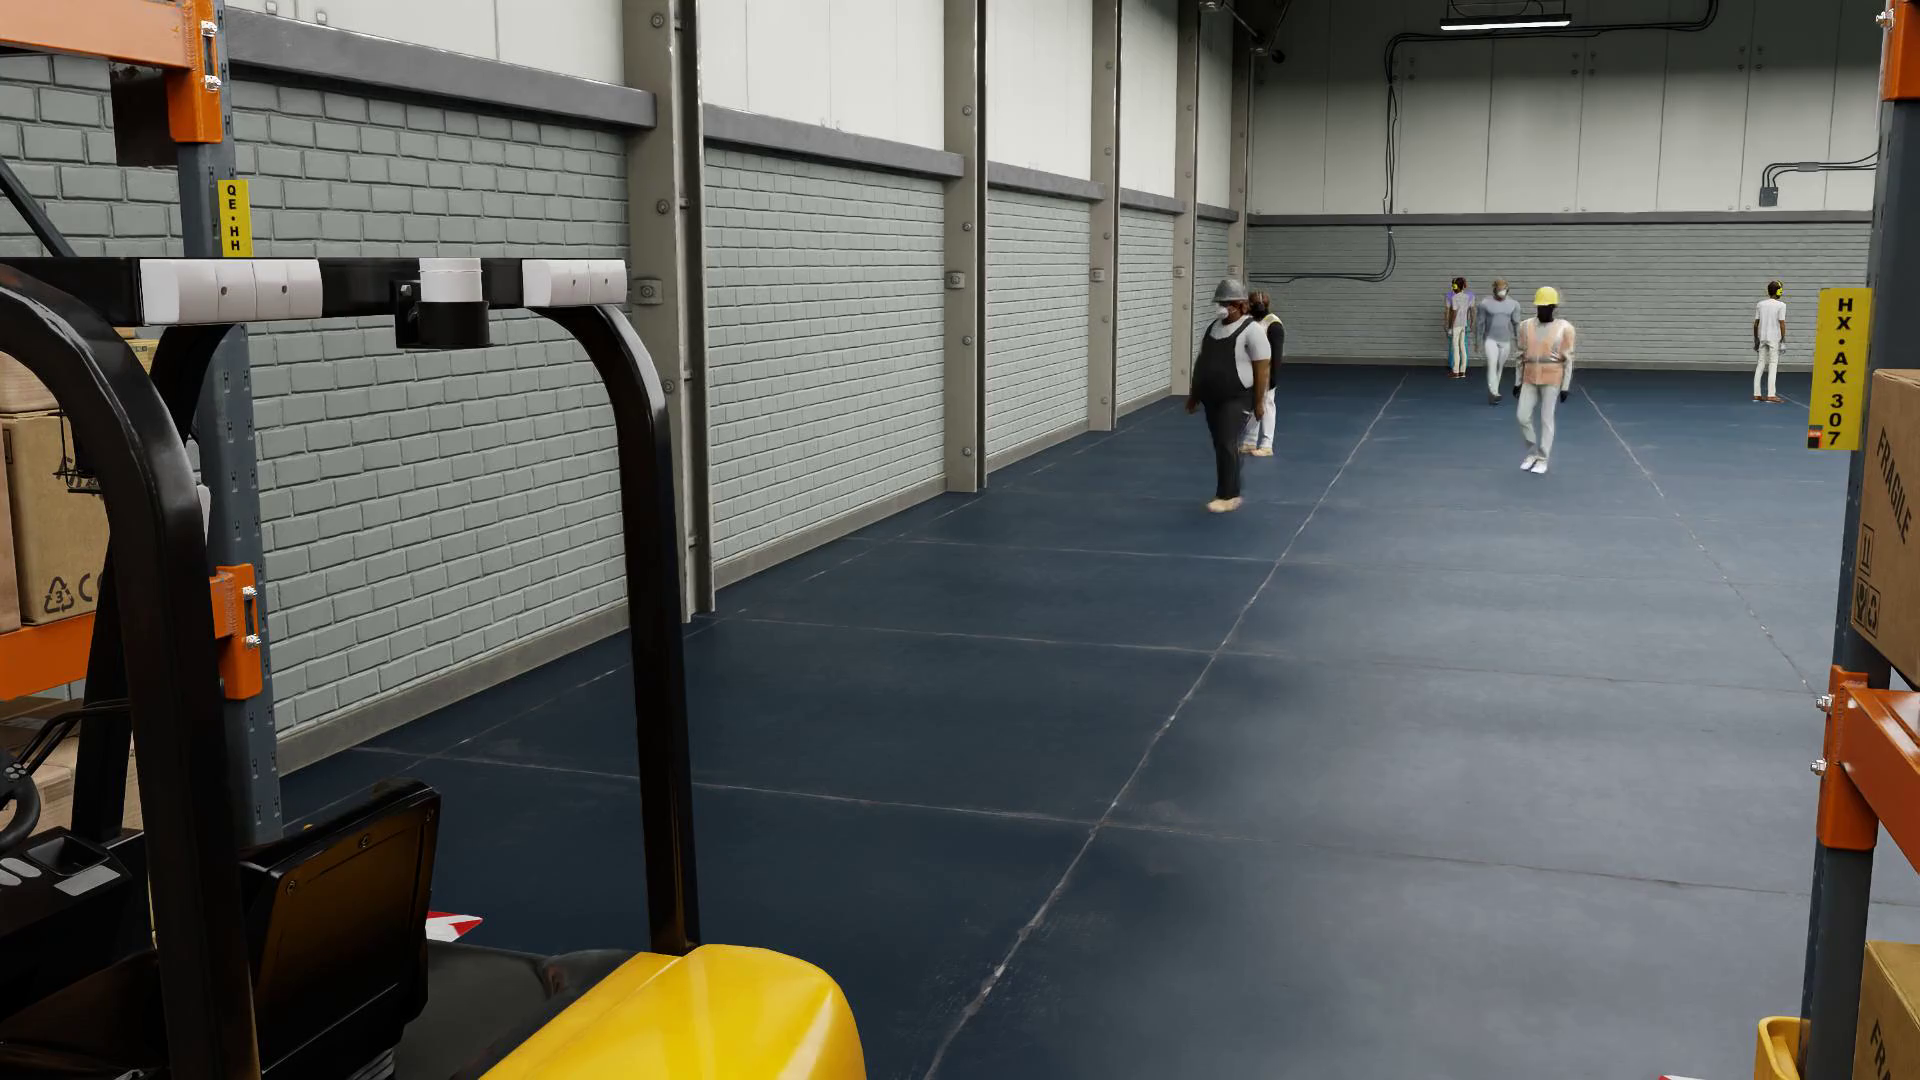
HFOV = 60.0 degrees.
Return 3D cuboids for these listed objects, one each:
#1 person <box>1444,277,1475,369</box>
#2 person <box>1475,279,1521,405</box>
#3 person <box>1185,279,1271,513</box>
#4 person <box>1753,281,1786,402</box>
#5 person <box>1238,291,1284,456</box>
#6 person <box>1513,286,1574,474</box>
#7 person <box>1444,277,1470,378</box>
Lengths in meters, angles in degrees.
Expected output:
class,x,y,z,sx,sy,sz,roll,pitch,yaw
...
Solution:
class,x,y,z,sx,sy,sz,roll,pitch,yaw
person,10.011,-4.338,33.354,0.570,1.843,0.372,1,10,9
person,8.155,-2.981,25.138,0.658,1.885,1.000,1,10,4
person,2.244,-1.261,14.451,0.765,2.000,0.693,-6,11,-31
person,12.494,-3.053,25.644,0.311,1.865,0.532,-5,11,-29
person,3.334,-1.855,18.590,0.430,1.841,0.624,-4,10,-24
person,5.935,-1.625,16.989,0.620,1.911,0.420,8,13,41
person,9.291,-3.962,31.064,0.519,1.865,0.326,-7,12,-37
